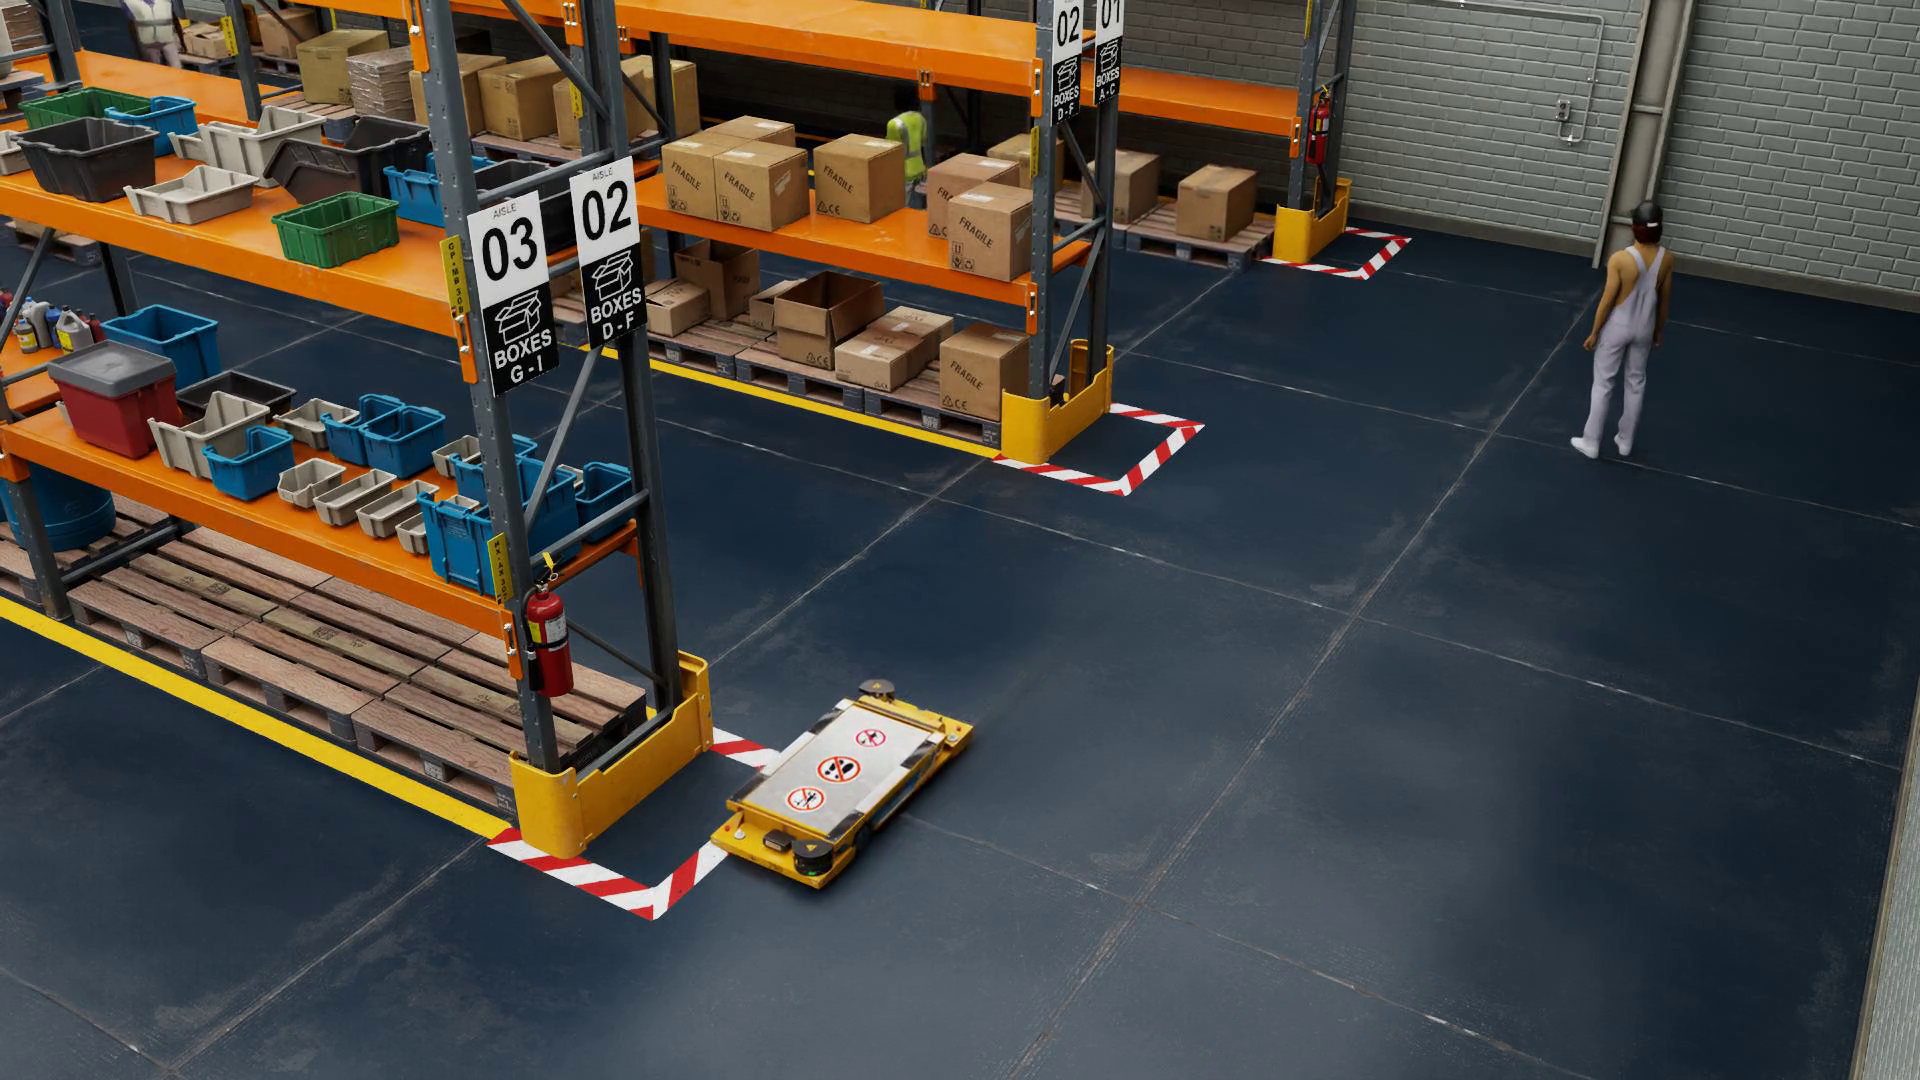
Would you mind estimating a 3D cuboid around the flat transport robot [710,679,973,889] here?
[{"bbox_3d":[-0.572,1.208,8.467,0.659,0.231,1.431,16,33,27],"label":"flat transport robot"}]

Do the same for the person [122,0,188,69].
[{"bbox_3d":[-9.369,-5.798,19.484,0.588,1.798,0.807,-16,33,-27],"label":"person"}]

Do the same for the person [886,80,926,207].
[{"bbox_3d":[-0.444,-3.353,15.204,0.710,1.669,0.535,14,32,24],"label":"person"}]

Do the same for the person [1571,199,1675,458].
[{"bbox_3d":[4.656,-1.481,11.654,0.530,1.861,0.385,-2,29,-4],"label":"person"}]
